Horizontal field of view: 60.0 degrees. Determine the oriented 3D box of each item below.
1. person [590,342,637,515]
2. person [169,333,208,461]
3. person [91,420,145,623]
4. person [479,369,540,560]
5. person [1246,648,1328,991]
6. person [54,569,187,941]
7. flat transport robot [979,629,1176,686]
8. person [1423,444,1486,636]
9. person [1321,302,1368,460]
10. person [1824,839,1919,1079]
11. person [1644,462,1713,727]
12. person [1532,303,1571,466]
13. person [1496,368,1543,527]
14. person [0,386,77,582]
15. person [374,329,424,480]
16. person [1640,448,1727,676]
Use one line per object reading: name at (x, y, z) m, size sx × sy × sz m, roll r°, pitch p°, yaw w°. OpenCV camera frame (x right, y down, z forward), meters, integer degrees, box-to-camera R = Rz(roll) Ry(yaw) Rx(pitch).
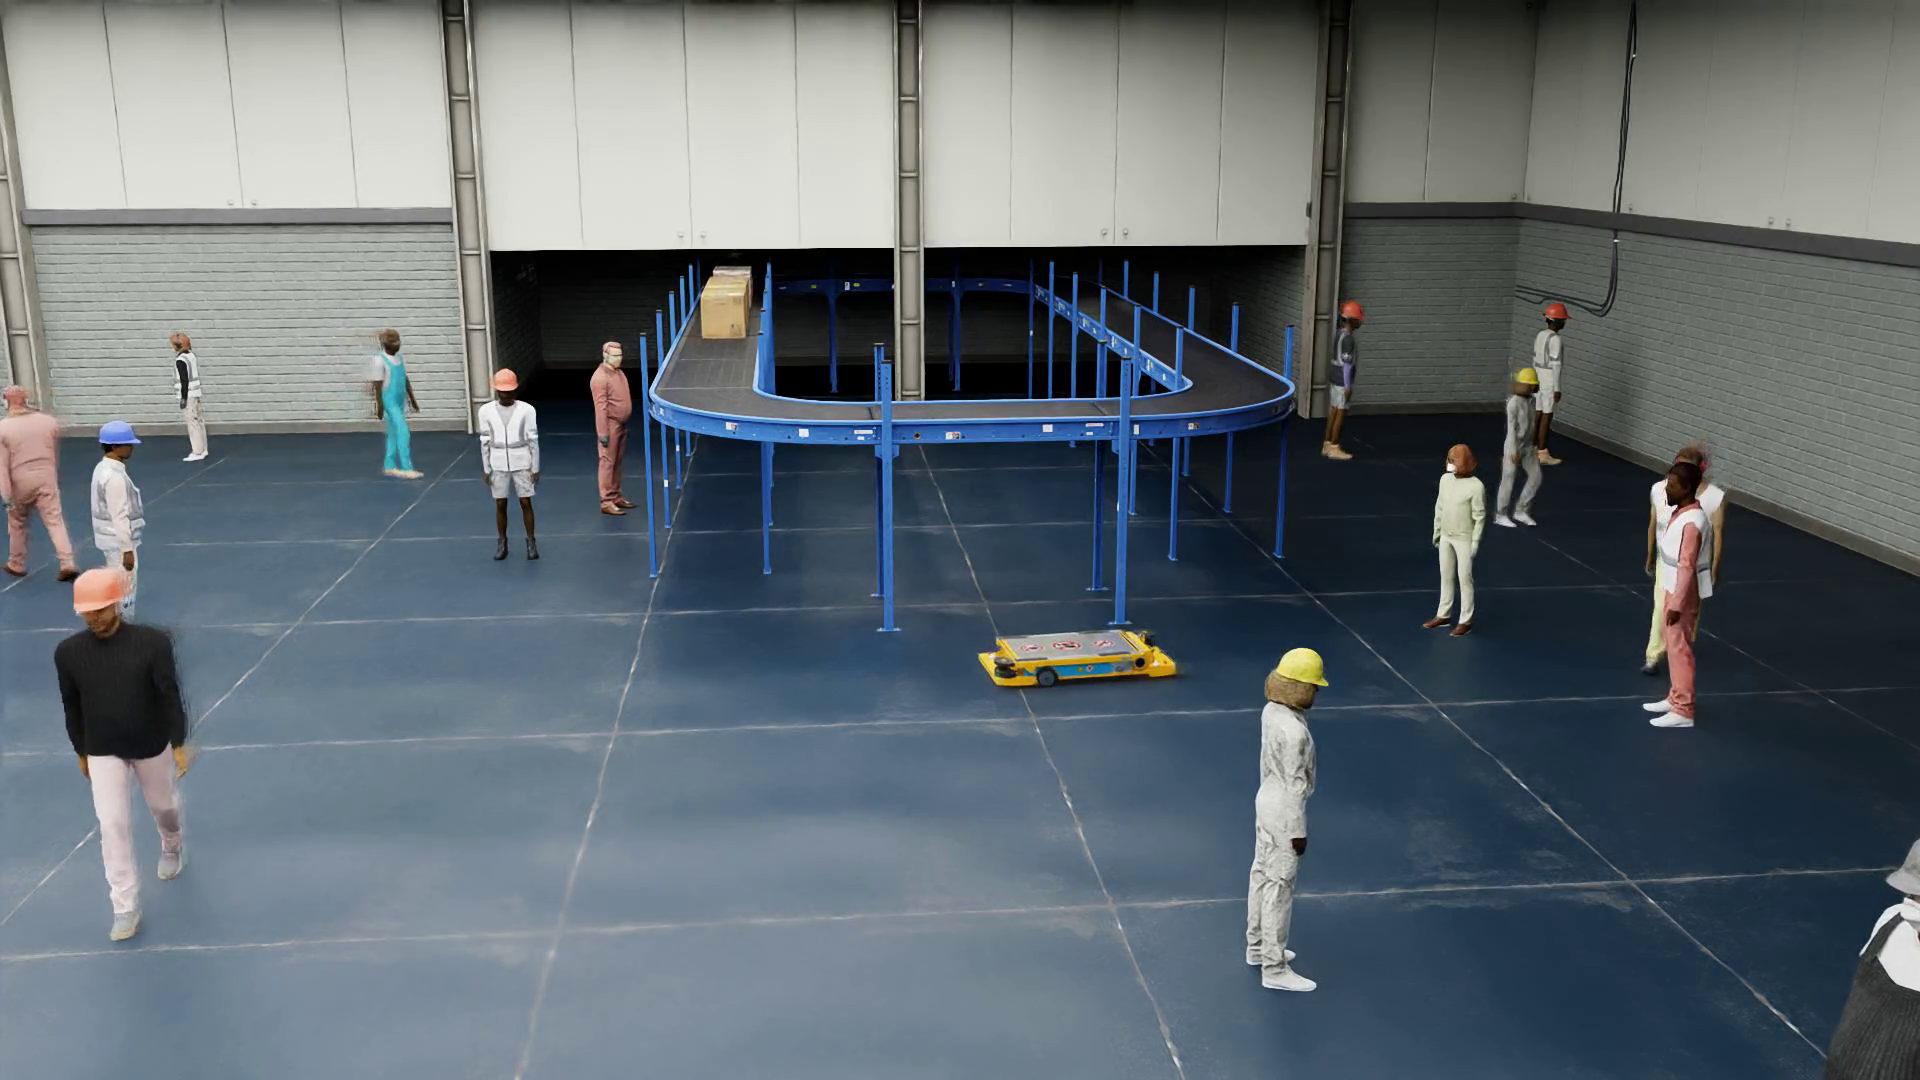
person at (-3.817, -1.243, 18.407) m, size 0.399 × 1.905 × 0.642 m, roll 3°, pitch 14°, yaw 10°
person at (-9.874, -1.830, 21.297) m, size 0.311 × 1.636 × 0.521 m, roll -2°, pitch 14°, yaw -9°
person at (-6.720, 0.002, 13.366) m, size 0.420 × 1.939 × 0.602 m, roll -9°, pitch 17°, yaw -32°
person at (-4.410, -0.731, 16.336) m, size 0.556 × 1.924 × 0.430 m, roll -2°, pitch 14°, yaw -6°
person at (1.636, 1.373, 8.284) m, size 0.317 × 1.734 × 0.483 m, roll -1°, pitch 14°, yaw -5°
person at (-4.516, 1.069, 9.049) m, size 0.607 × 1.966 × 0.951 m, roll -4°, pitch 15°, yaw -16°
flat transport robot at (0.914, 0.915, 13.085) m, size 1.431 × 0.197 × 0.652 m, roll -3°, pitch 14°, yaw -12°
person at (4.179, -0.005, 14.002) m, size 0.275 × 1.631 × 0.507 m, roll -8°, pitch 16°, yaw -28°
person at (4.924, -2.034, 21.366) m, size 0.526 × 2.022 × 0.644 m, roll 1°, pitch 14°, yaw 3°
person at (3.142, 1.911, 5.510) m, size 0.536 × 2.000 × 0.682 m, roll -2°, pitch 14°, yaw -9°
person at (5.160, 0.385, 11.881) m, size 0.384 × 1.912 × 0.590 m, roll 4°, pitch 15°, yaw 17°
person at (7.456, -1.973, 21.041) m, size 0.385 × 2.045 × 0.605 m, roll -1°, pitch 14°, yaw -5°
person at (5.980, -0.971, 17.679) m, size 0.508 × 1.724 × 0.537 m, roll -11°, pitch 18°, yaw -38°
person at (-8.729, -0.523, 15.648) m, size 0.979 × 1.860 × 0.651 m, roll 11°, pitch 18°, yaw 38°
person at (-6.758, -1.643, 20.174) m, size 0.751 × 1.820 × 0.534 m, roll 3°, pitch 14°, yaw 10°
person at (5.656, 0.163, 13.026) m, size 0.594 × 1.786 × 0.990 m, roll 10°, pitch 17°, yaw 35°
